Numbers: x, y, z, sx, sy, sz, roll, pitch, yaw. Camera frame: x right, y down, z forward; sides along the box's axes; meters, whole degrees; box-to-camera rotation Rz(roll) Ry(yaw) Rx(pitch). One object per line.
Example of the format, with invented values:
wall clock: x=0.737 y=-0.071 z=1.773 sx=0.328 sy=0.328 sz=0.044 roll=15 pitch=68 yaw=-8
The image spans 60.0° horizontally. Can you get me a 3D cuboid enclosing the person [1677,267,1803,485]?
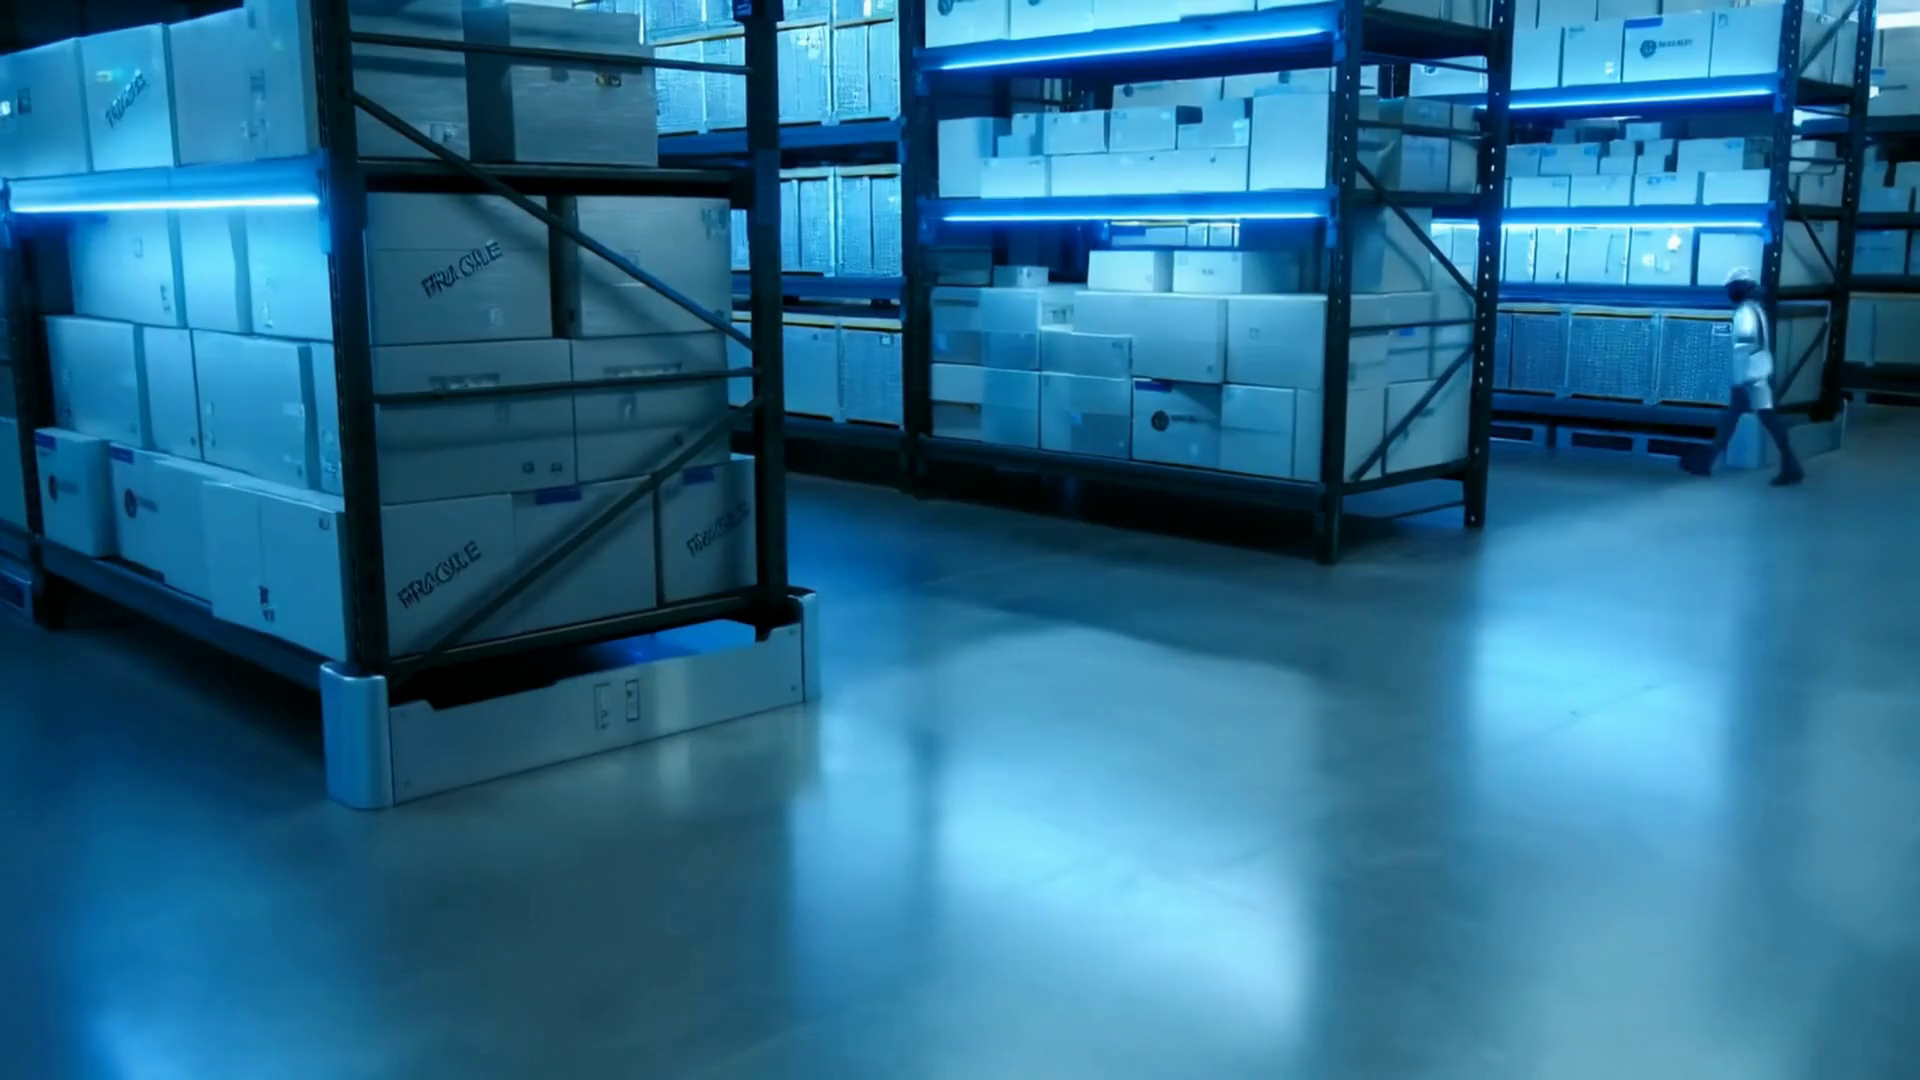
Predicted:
person: x=6.864 y=-1.424 z=14.451 sx=1.067 sy=1.863 sz=0.609 roll=7 pitch=12 yaw=32
